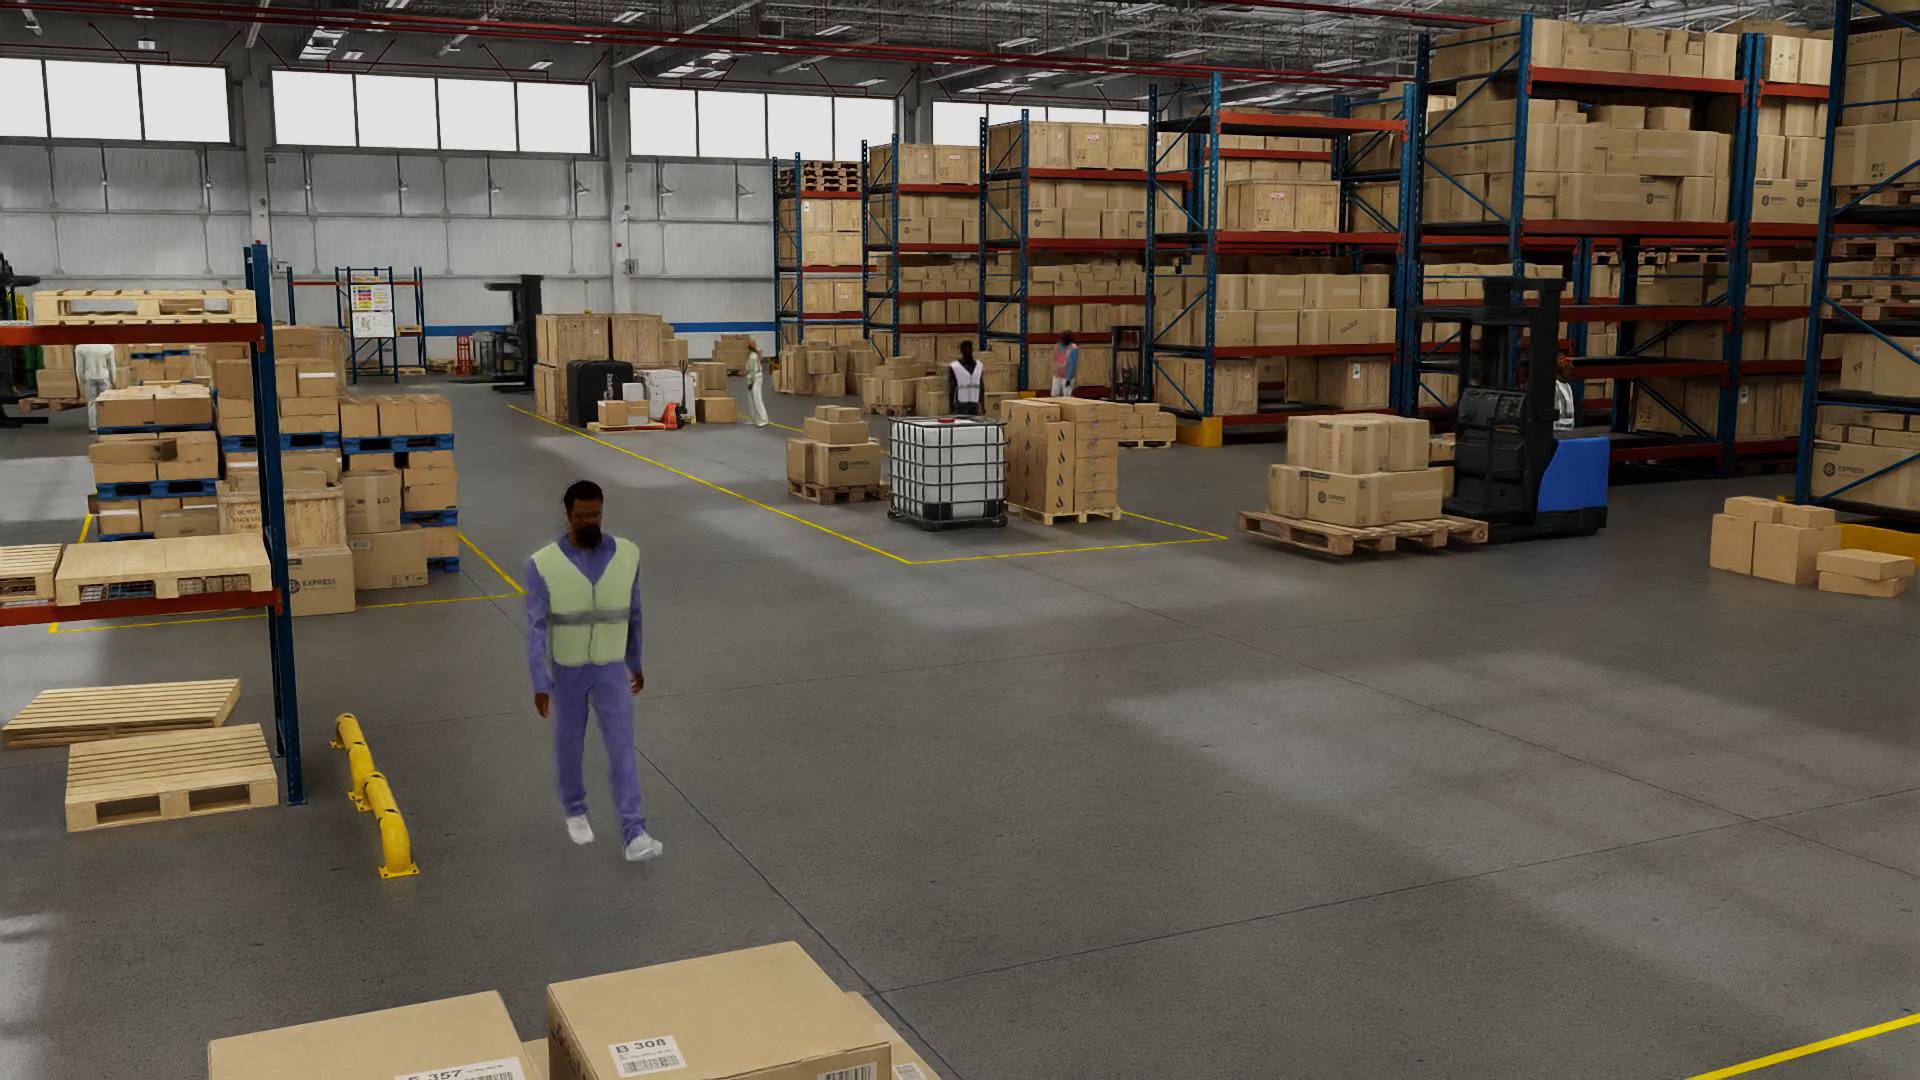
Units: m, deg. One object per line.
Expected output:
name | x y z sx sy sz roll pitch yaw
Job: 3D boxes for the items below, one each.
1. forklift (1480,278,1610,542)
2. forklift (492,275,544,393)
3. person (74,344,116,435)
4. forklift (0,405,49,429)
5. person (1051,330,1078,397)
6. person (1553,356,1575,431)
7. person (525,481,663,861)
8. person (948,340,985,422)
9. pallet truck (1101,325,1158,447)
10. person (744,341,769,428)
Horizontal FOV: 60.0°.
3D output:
forklift | 6.123 -1.475 18.240 1.873 2.768 1.129 -4 10 -25
forklift | -10.188 -4.946 39.772 1.873 2.768 1.129 -4 10 -25
person | -15.367 -2.836 29.597 0.638 1.936 0.356 -6 11 -32
forklift | -18.124 -3.469 30.608 1.873 2.768 1.129 0 9 -2
person | 1.944 -3.121 31.837 0.783 1.790 0.699 -9 13 -43
person | 7.217 -1.268 20.037 0.346 1.882 0.584 7 11 36
person | -1.798 0.650 8.154 0.625 1.866 0.979 -5 11 -29
person | 0.081 -2.029 24.702 0.613 1.900 0.539 -6 11 -34
pallet truck | 2.881 -2.596 27.923 0.823 1.965 1.885 -1 9 -7
person | -3.838 -2.916 31.167 0.467 1.600 0.698 -1 9 -7
